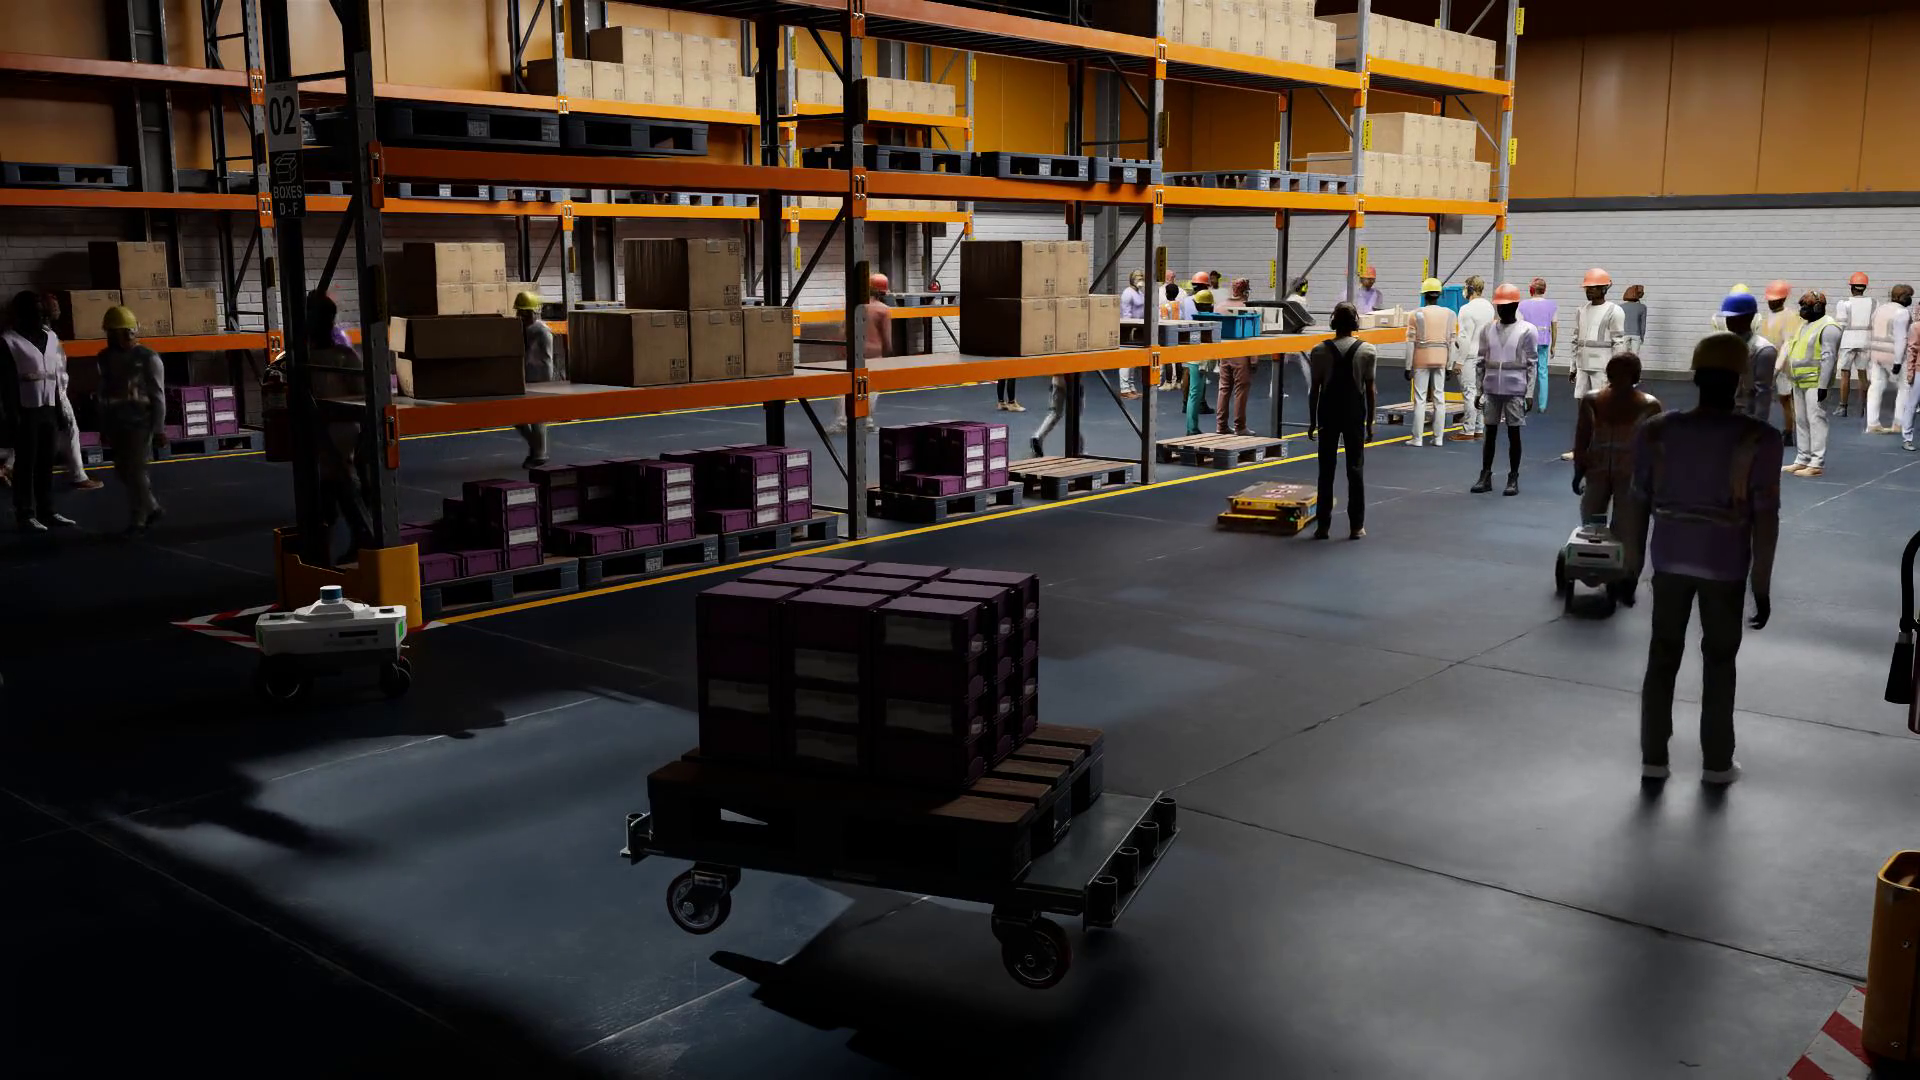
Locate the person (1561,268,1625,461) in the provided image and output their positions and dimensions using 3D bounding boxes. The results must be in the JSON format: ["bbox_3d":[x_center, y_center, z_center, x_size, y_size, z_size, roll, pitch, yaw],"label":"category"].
[{"bbox_3d":[6.632,-1.818,17.448,0.382,2.041,0.616,-5,11,-27],"label":"person"}]

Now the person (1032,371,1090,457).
[{"bbox_3d":[1.097,-1.663,17.808,0.525,1.617,0.708,10,14,44],"label":"person"}]

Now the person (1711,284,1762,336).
[{"bbox_3d":[9.241,-2.131,19.829,0.589,1.833,0.404,5,11,25],"label":"person"}]

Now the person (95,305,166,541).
[{"bbox_3d":[-6.492,-0.922,13.060,0.610,1.844,0.577,3,10,17],"label":"person"}]

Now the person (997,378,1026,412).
[{"bbox_3d":[0.686,-2.609,22.937,0.321,1.697,0.529,-6,12,-31],"label":"person"}]

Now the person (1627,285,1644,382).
[{"bbox_3d":[11.404,-3.494,28.143,0.307,1.641,0.514,2,10,14],"label":"person"}]

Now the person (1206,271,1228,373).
[{"bbox_3d":[4.577,-3.906,29.945,0.530,1.838,0.776,6,12,32],"label":"person"}]

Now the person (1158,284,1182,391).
[{"bbox_3d":[3.347,-3.207,26.342,0.541,1.696,0.315,-9,13,-41],"label":"person"}]

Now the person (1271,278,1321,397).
[{"bbox_3d":[5.138,-3.065,25.252,1.029,1.796,0.529,-6,12,-31],"label":"person"}]

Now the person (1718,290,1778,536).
[{"bbox_3d":[5.771,-0.879,12.394,0.408,1.943,0.619,-3,10,-16],"label":"person"}]

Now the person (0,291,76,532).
[{"bbox_3d":[-7.428,-1.029,13.317,0.372,1.916,0.597,2,10,10],"label":"person"}]

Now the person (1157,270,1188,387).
[{"bbox_3d":[3.376,-3.427,27.042,0.647,1.897,0.399,-1,10,-6],"label":"person"}]

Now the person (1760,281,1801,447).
[{"bbox_3d":[9.109,-1.963,18.760,0.951,1.879,0.538,-4,11,-22],"label":"person"}]

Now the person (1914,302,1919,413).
[{"bbox_3d":[13.126,-2.589,22.352,0.658,1.867,0.949,4,11,23],"label":"person"}]

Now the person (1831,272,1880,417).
[{"bbox_3d":[11.968,-2.613,22.276,0.547,1.939,0.376,1,10,5],"label":"person"}]

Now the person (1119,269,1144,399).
[{"bbox_3d":[2.595,-3.081,24.951,0.372,1.936,0.629,5,11,25],"label":"person"}]

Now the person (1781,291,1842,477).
[{"bbox_3d":[8.450,-1.546,16.525,0.430,1.833,0.632,0,10,-1],"label":"person"}]

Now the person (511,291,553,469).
[{"bbox_3d":[-4.394,-1.624,16.983,0.624,1.816,0.422,8,13,37],"label":"person"}]

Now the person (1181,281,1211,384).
[{"bbox_3d":[3.863,-3.426,27.529,0.716,1.715,0.481,7,12,35],"label":"person"}]

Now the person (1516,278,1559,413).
[{"bbox_3d":[7.851,-2.643,22.694,0.570,1.849,0.379,0,10,0],"label":"person"}]

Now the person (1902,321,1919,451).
[{"bbox_3d":[10.803,-1.873,18.544,0.525,1.772,0.305,-1,10,-6],"label":"person"}]

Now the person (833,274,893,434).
[{"bbox_3d":[-1.156,-2.246,20.171,0.740,1.944,0.500,5,11,25],"label":"person"}]

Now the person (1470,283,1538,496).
[{"bbox_3d":[4.968,-1.370,15.202,0.552,1.935,0.373,7,12,36],"label":"person"}]

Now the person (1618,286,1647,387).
[{"bbox_3d":[10.900,-3.305,27.085,0.497,1.633,0.285,1,10,6],"label":"person"}]

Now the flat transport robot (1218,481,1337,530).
[{"bbox_3d":[2.664,-0.302,13.861,0.652,0.197,1.431,5,11,24],"label":"flat transport robot"}]

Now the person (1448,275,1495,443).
[{"bbox_3d":[5.954,-2.100,19.356,0.373,1.940,0.628,9,14,43],"label":"person"}]

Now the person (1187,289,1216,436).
[{"bbox_3d":[2.853,-2.070,19.676,0.329,1.769,0.526,1,10,5],"label":"person"}]

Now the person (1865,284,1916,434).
[{"bbox_3d":[11.375,-2.185,20.179,0.655,1.817,0.627,-1,10,-4],"label":"person"}]

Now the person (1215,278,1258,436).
[{"bbox_3d":[3.366,-2.209,20.110,0.402,1.900,0.635,-9,13,-42],"label":"person"}]

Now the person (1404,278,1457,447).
[{"bbox_3d":[5.329,-2.013,18.927,0.587,1.918,0.399,-1,10,-7],"label":"person"}]

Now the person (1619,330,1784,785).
[{"bbox_3d":[3.098,0.088,6.970,0.607,1.930,0.409,8,13,39],"label":"person"}]

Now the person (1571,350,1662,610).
[{"bbox_3d":[4.192,-0.407,10.612,0.510,1.613,0.692,7,12,35],"label":"person"}]

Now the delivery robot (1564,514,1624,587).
[{"bbox_3d":[4.085,0.070,10.670,0.477,0.478,0.707,4,11,24],"label":"delivery robot"}]

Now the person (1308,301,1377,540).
[{"bbox_3d":[2.952,-0.919,12.899,0.505,1.846,0.347,2,10,12],"label":"person"}]

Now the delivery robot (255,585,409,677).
[{"bbox_3d":[-3.152,0.473,8.376,0.707,0.478,0.477,-3,11,-17],"label":"delivery robot"}]

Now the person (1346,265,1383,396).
[{"bbox_3d":[6.227,-3.244,25.740,0.612,1.998,1.057,-1,10,-3],"label":"person"}]

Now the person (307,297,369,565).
[{"bbox_3d":[-4.468,-0.721,11.540,0.612,1.922,0.958,6,11,30],"label":"person"}]

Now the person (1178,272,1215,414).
[{"bbox_3d":[3.239,-2.679,22.678,0.547,1.930,0.384,9,13,41],"label":"person"}]

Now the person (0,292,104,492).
[{"bbox_3d":[-8.436,-1.337,15.262,0.585,1.860,0.848,7,12,36],"label":"person"}]

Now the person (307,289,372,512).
[{"bbox_3d":[-5.361,-1.158,14.178,0.766,1.901,0.603,-3,10,-18],"label":"person"}]
